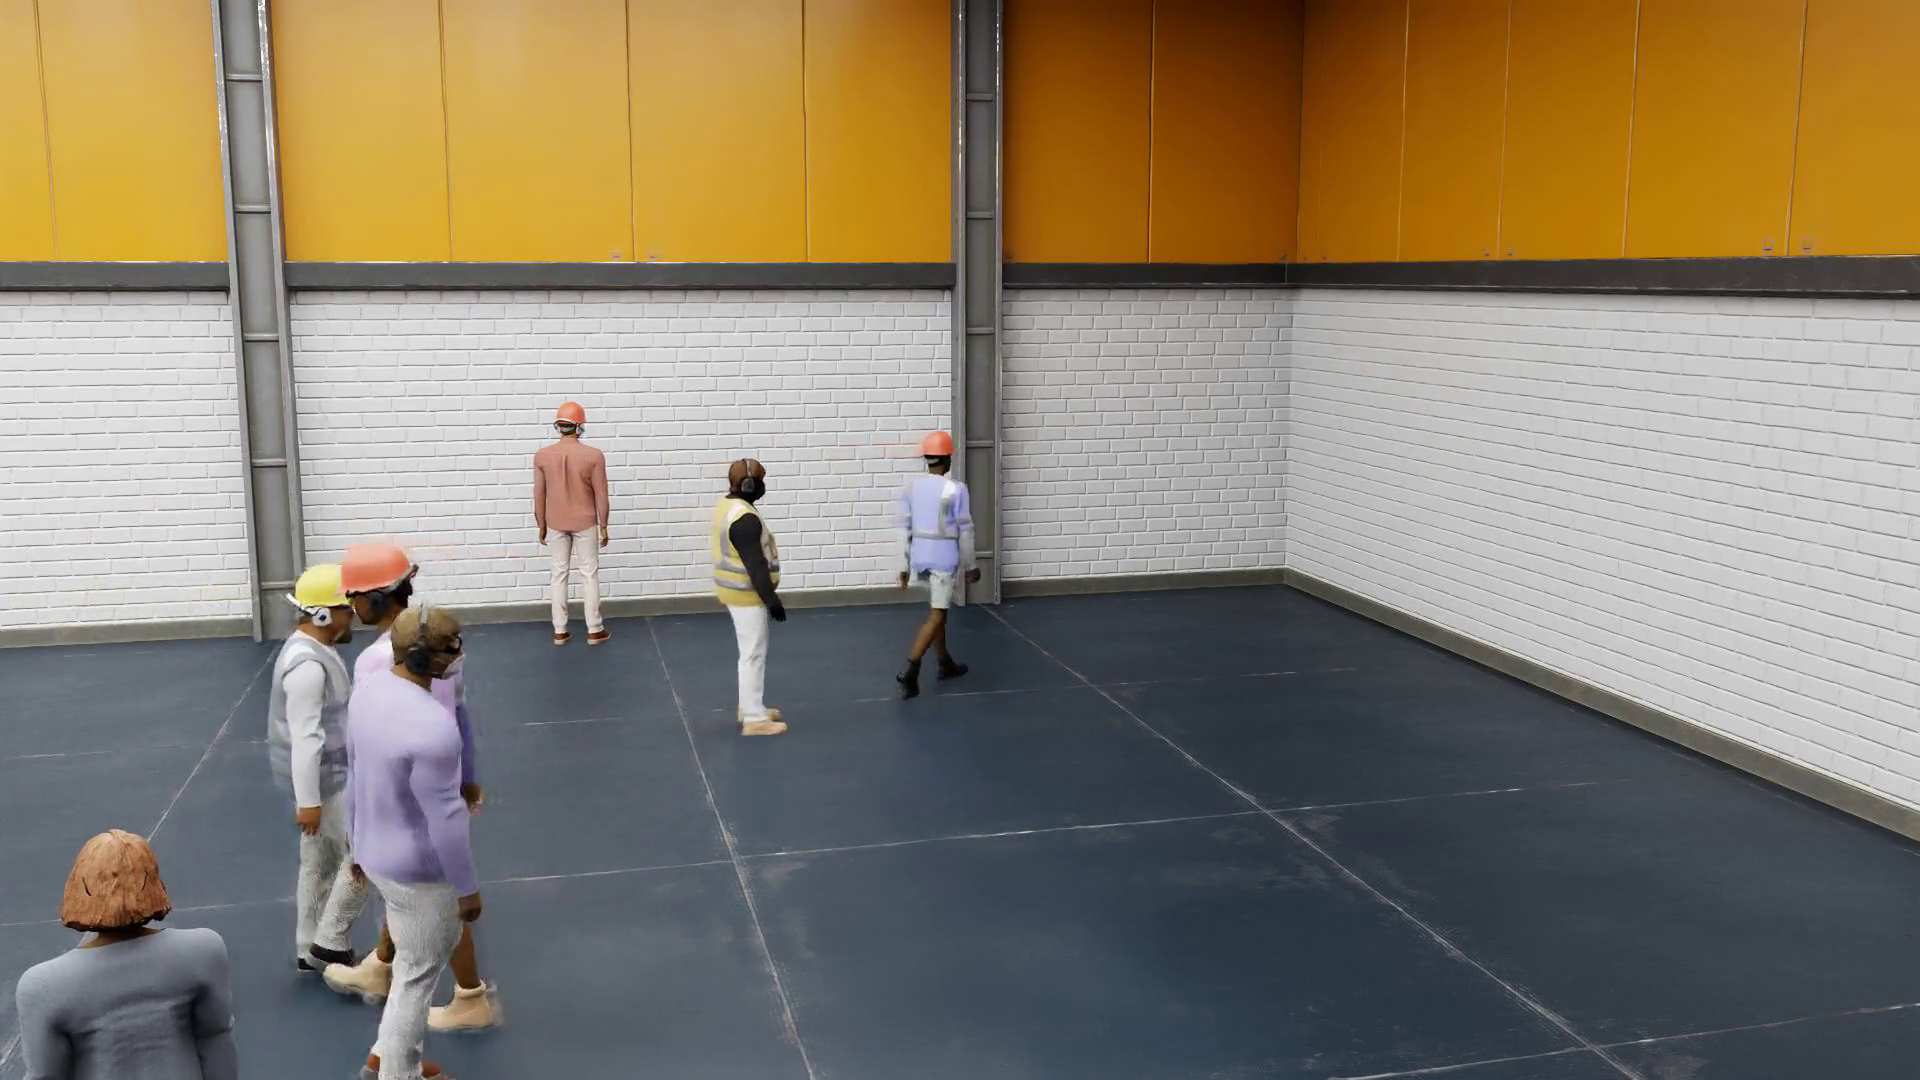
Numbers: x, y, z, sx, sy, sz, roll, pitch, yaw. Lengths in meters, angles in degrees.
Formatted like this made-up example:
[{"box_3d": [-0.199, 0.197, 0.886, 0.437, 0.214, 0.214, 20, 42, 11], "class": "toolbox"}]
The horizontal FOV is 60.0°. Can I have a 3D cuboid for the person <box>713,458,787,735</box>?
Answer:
[{"box_3d": [-1.376, 0.379, 10.926, 0.467, 1.839, 0.649, -2, 9, -14], "class": "person"}]

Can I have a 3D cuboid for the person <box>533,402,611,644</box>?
[{"box_3d": [-3.169, -0.135, 13.627, 0.612, 1.994, 0.395, 1, 9, 4], "class": "person"}]

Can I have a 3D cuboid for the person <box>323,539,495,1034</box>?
[{"box_3d": [-2.293, 0.986, 6.622, 0.949, 1.996, 0.638, 2, 9, 10], "class": "person"}]

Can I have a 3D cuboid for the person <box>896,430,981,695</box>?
[{"box_3d": [-0.210, 0.157, 12.121, 0.545, 1.907, 0.909, 7, 11, 37], "class": "person"}]

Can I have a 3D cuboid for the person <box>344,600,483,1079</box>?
[{"box_3d": [-1.896, 1.149, 5.874, 0.457, 1.912, 0.658, -8, 12, -40], "class": "person"}]

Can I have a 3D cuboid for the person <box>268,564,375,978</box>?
[{"box_3d": [-2.676, 1.001, 7.097, 0.480, 1.808, 0.627, -3, 10, -18], "class": "person"}]

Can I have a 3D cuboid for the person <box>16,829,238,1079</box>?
[{"box_3d": [-2.119, 1.541, 4.291, 0.497, 1.633, 0.283, -7, 11, -37], "class": "person"}]
